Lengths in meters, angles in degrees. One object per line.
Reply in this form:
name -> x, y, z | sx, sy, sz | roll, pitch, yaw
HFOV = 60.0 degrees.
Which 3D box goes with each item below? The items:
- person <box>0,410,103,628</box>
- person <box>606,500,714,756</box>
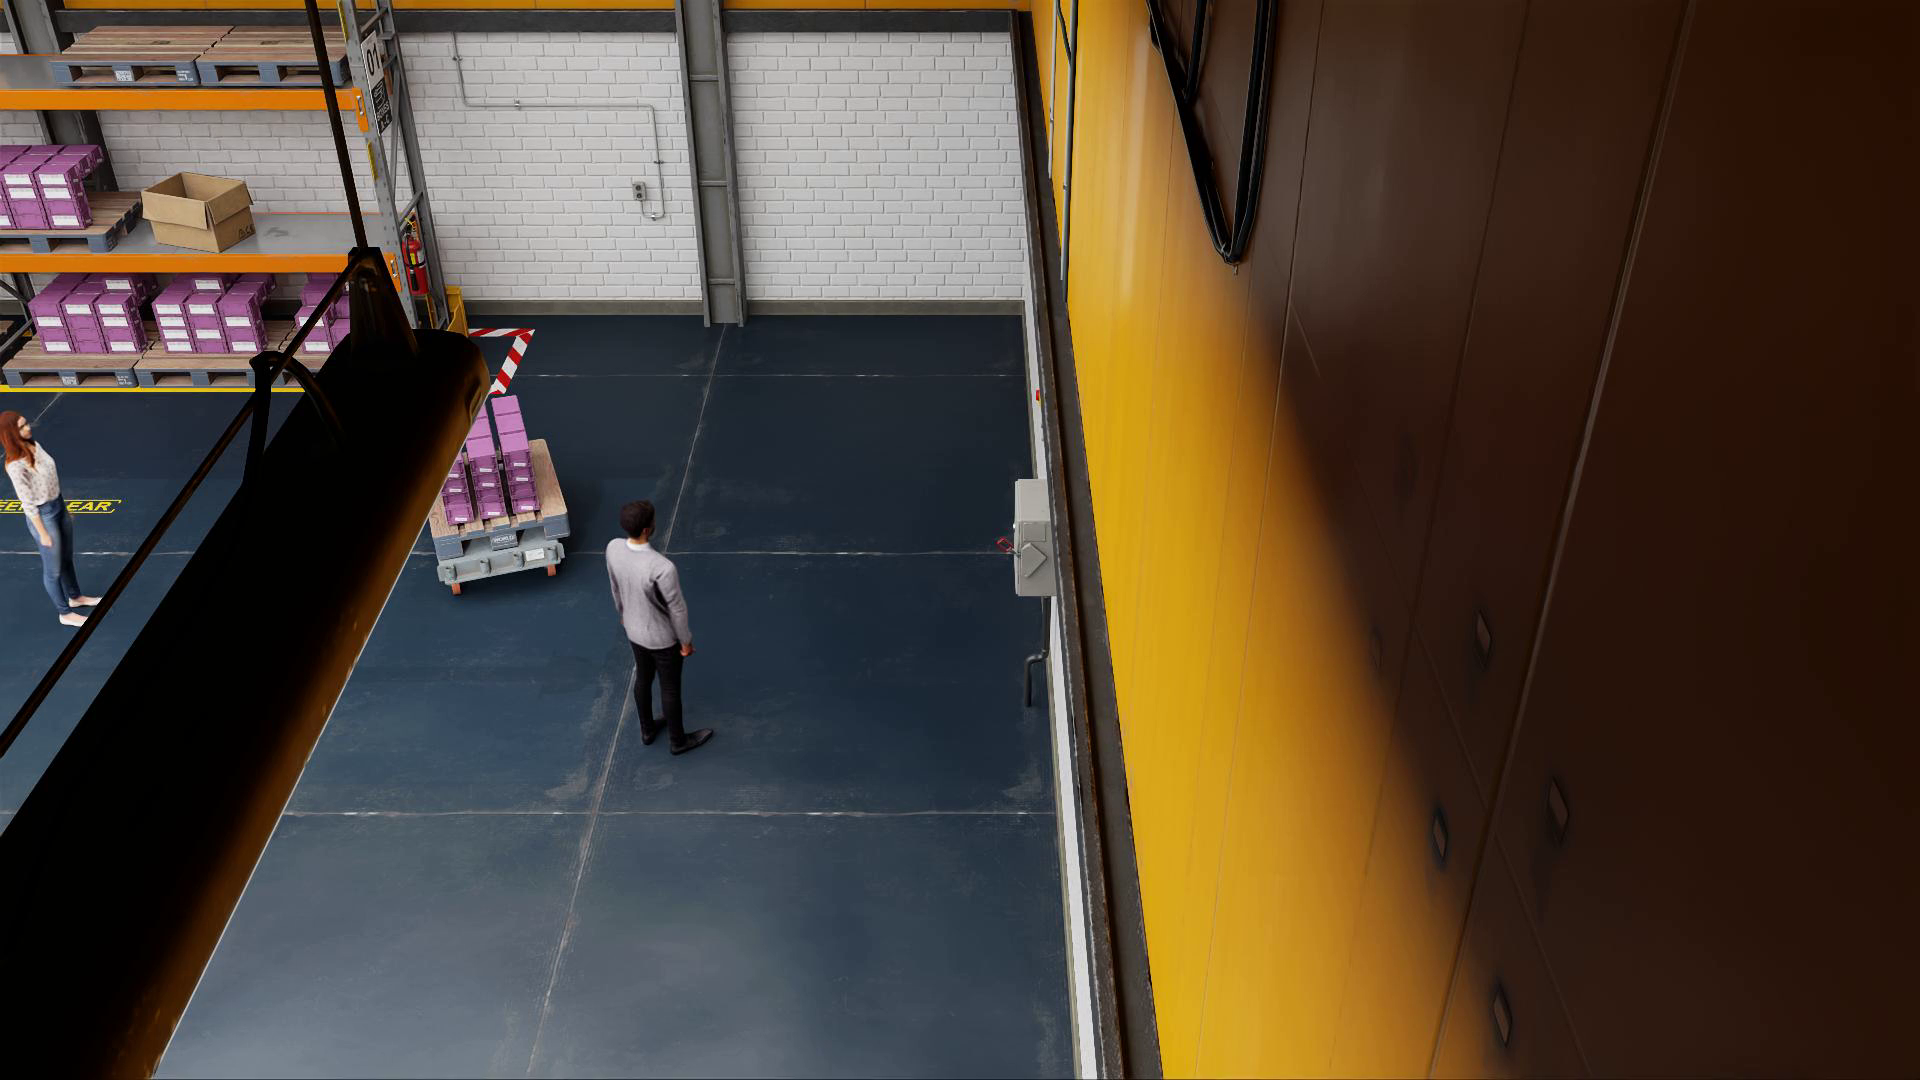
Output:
person -> -6.641, -0.171, 12.080 | 0.508, 1.728, 0.580 | -2, 34, -2
person -> -2.000, 0.569, 10.791 | 0.783, 1.923, 0.902 | 20, 38, 27
